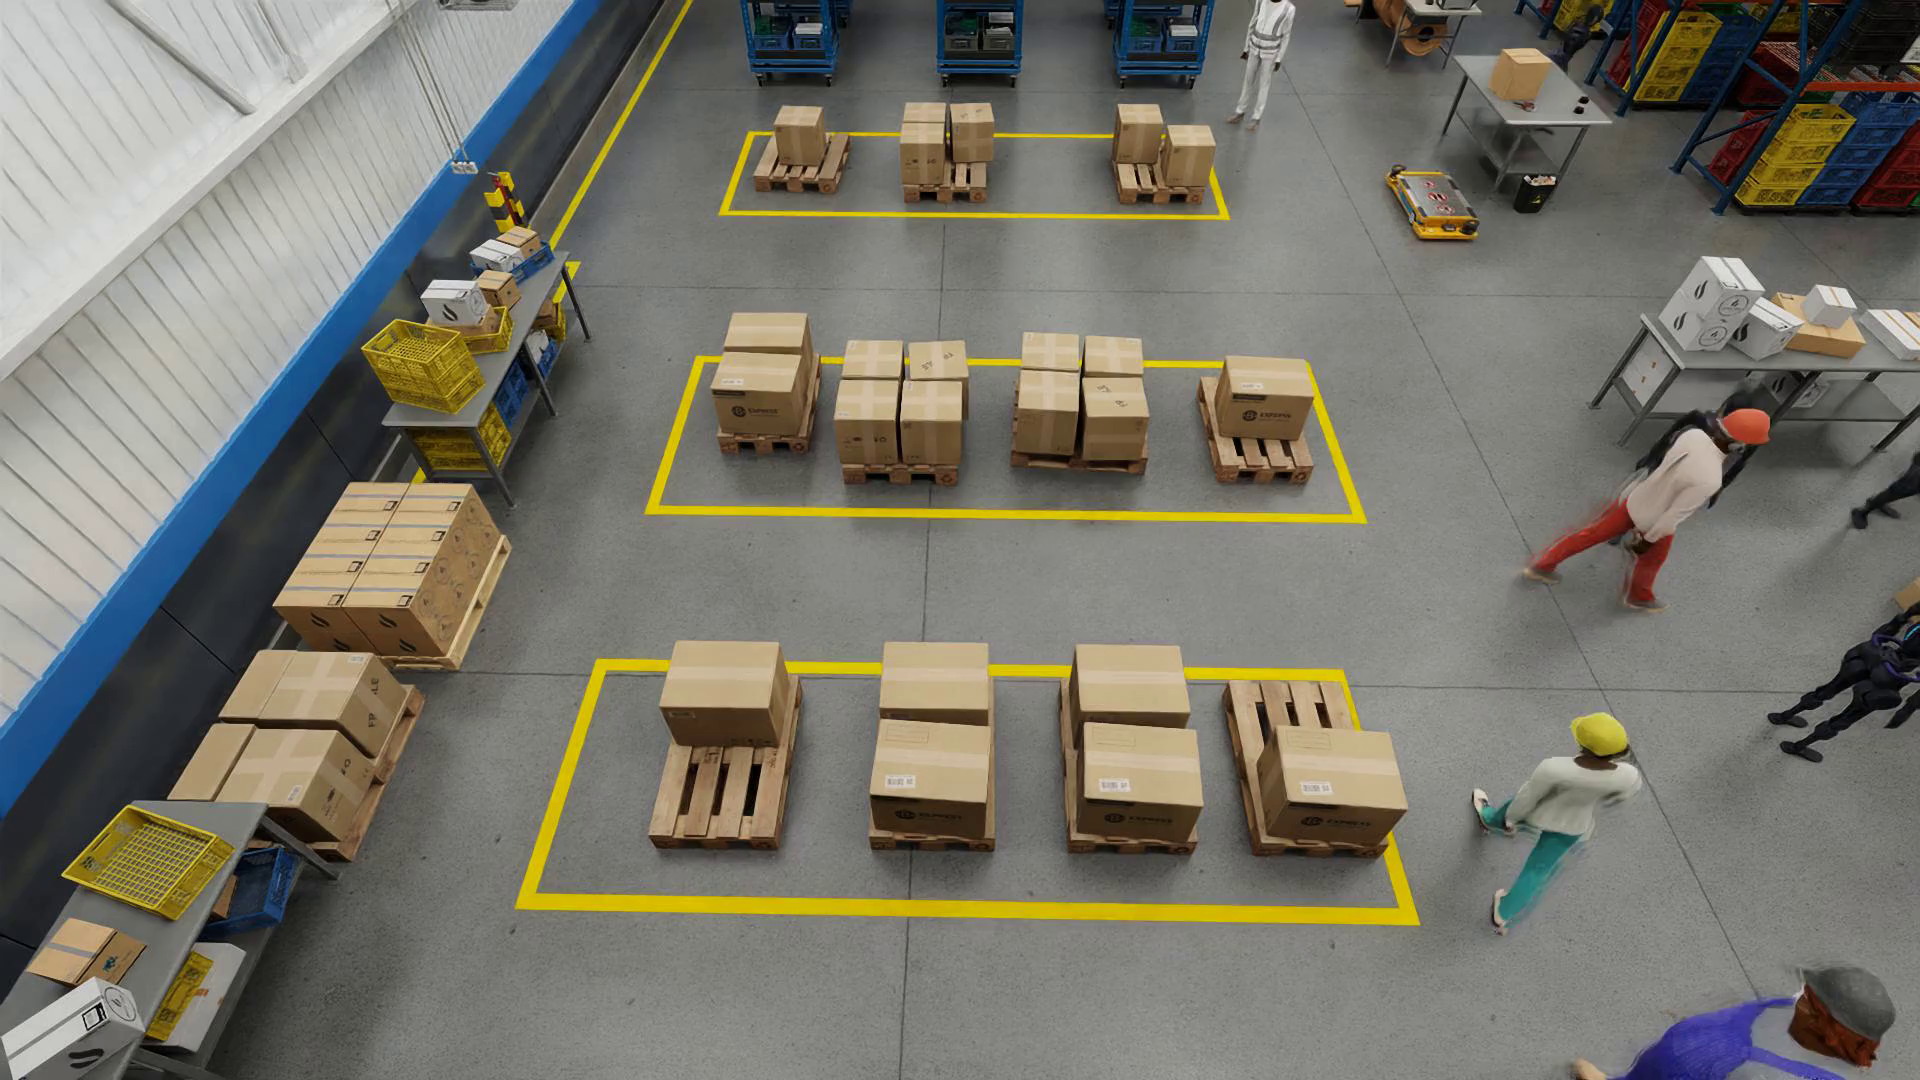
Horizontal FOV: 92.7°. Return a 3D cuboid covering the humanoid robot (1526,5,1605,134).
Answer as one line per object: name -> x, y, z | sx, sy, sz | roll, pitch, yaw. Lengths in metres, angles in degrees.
humanoid robot -> 7.803, -6.082, 11.879 | 0.594, 1.625, 0.620 | -34, 57, -26

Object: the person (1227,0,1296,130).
person -> 3.962, -6.371, 11.979 | 0.361, 1.884, 0.573 | -36, 58, -27

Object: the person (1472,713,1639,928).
person -> 3.388, 1.530, 5.252 | 0.554, 1.699, 0.920 | 11, 50, 9

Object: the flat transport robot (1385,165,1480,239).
flat transport robot -> 5.692, -4.094, 11.059 | 0.652, 0.197, 1.431 | 1, 49, 1

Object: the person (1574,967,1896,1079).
person -> 3.483, 2.494, 4.204 | 0.541, 2.000, 0.725 | 31, 56, 24

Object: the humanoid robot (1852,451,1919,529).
humanoid robot -> 7.795, -0.700, 7.208 | 0.739, 1.641, 0.364 | -13, 50, -11

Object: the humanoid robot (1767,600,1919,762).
humanoid robot -> 5.916, 0.850, 5.862 | 0.308, 1.652, 0.590 | 9, 50, 8

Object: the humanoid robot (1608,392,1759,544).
humanoid robot -> 5.687, -0.587, 7.146 | 0.584, 1.615, 0.612 | 29, 55, 23

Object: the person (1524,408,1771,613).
person -> 5.028, -0.219, 6.632 | 1.061, 1.933, 0.635 | 9, 50, 8
